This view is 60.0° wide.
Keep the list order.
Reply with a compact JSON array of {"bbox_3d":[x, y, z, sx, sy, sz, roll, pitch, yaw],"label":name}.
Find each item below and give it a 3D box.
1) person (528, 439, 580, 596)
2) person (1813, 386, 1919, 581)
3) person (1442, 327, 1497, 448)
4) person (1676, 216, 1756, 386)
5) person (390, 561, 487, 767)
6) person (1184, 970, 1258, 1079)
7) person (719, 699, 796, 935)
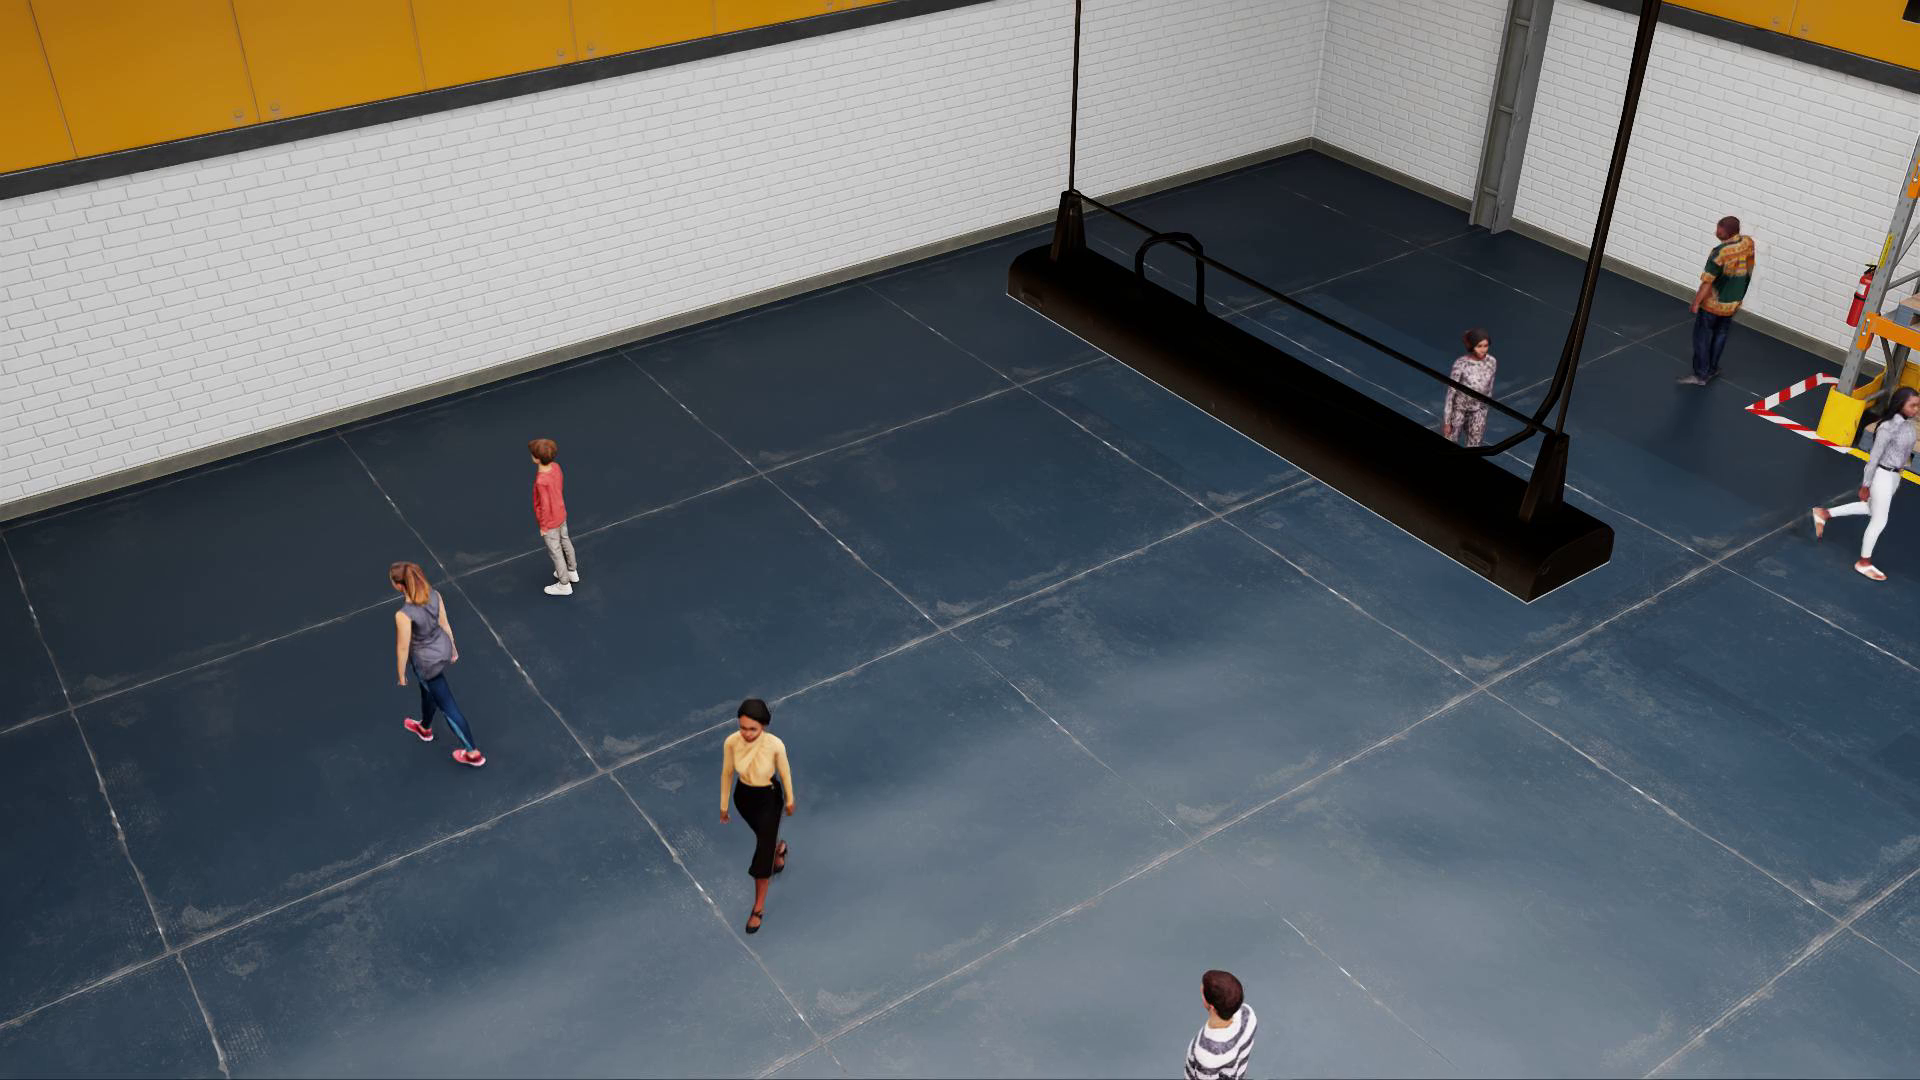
[{"bbox_3d":[-3.331,-0.200,13.615,0.643,1.416,0.586,6,34,9],"label":"person"},{"bbox_3d":[7.606,-0.533,13.856,0.606,1.703,1.006,-19,38,-27],"label":"person"},{"bbox_3d":[4.458,-1.133,14.778,0.953,1.681,1.126,-2,34,-2],"label":"person"},{"bbox_3d":[7.651,-2.406,16.606,0.892,1.779,0.772,-3,34,-4],"label":"person"},{"bbox_3d":[-3.645,0.901,11.706,1.083,1.695,0.914,13,36,19],"label":"person"},{"bbox_3d":[1.367,2.942,8.528,1.241,1.814,0.874,25,41,33],"label":"person"},{"bbox_3d":[-1.259,1.650,10.658,1.015,1.607,1.037,8,34,12],"label":"person"}]
